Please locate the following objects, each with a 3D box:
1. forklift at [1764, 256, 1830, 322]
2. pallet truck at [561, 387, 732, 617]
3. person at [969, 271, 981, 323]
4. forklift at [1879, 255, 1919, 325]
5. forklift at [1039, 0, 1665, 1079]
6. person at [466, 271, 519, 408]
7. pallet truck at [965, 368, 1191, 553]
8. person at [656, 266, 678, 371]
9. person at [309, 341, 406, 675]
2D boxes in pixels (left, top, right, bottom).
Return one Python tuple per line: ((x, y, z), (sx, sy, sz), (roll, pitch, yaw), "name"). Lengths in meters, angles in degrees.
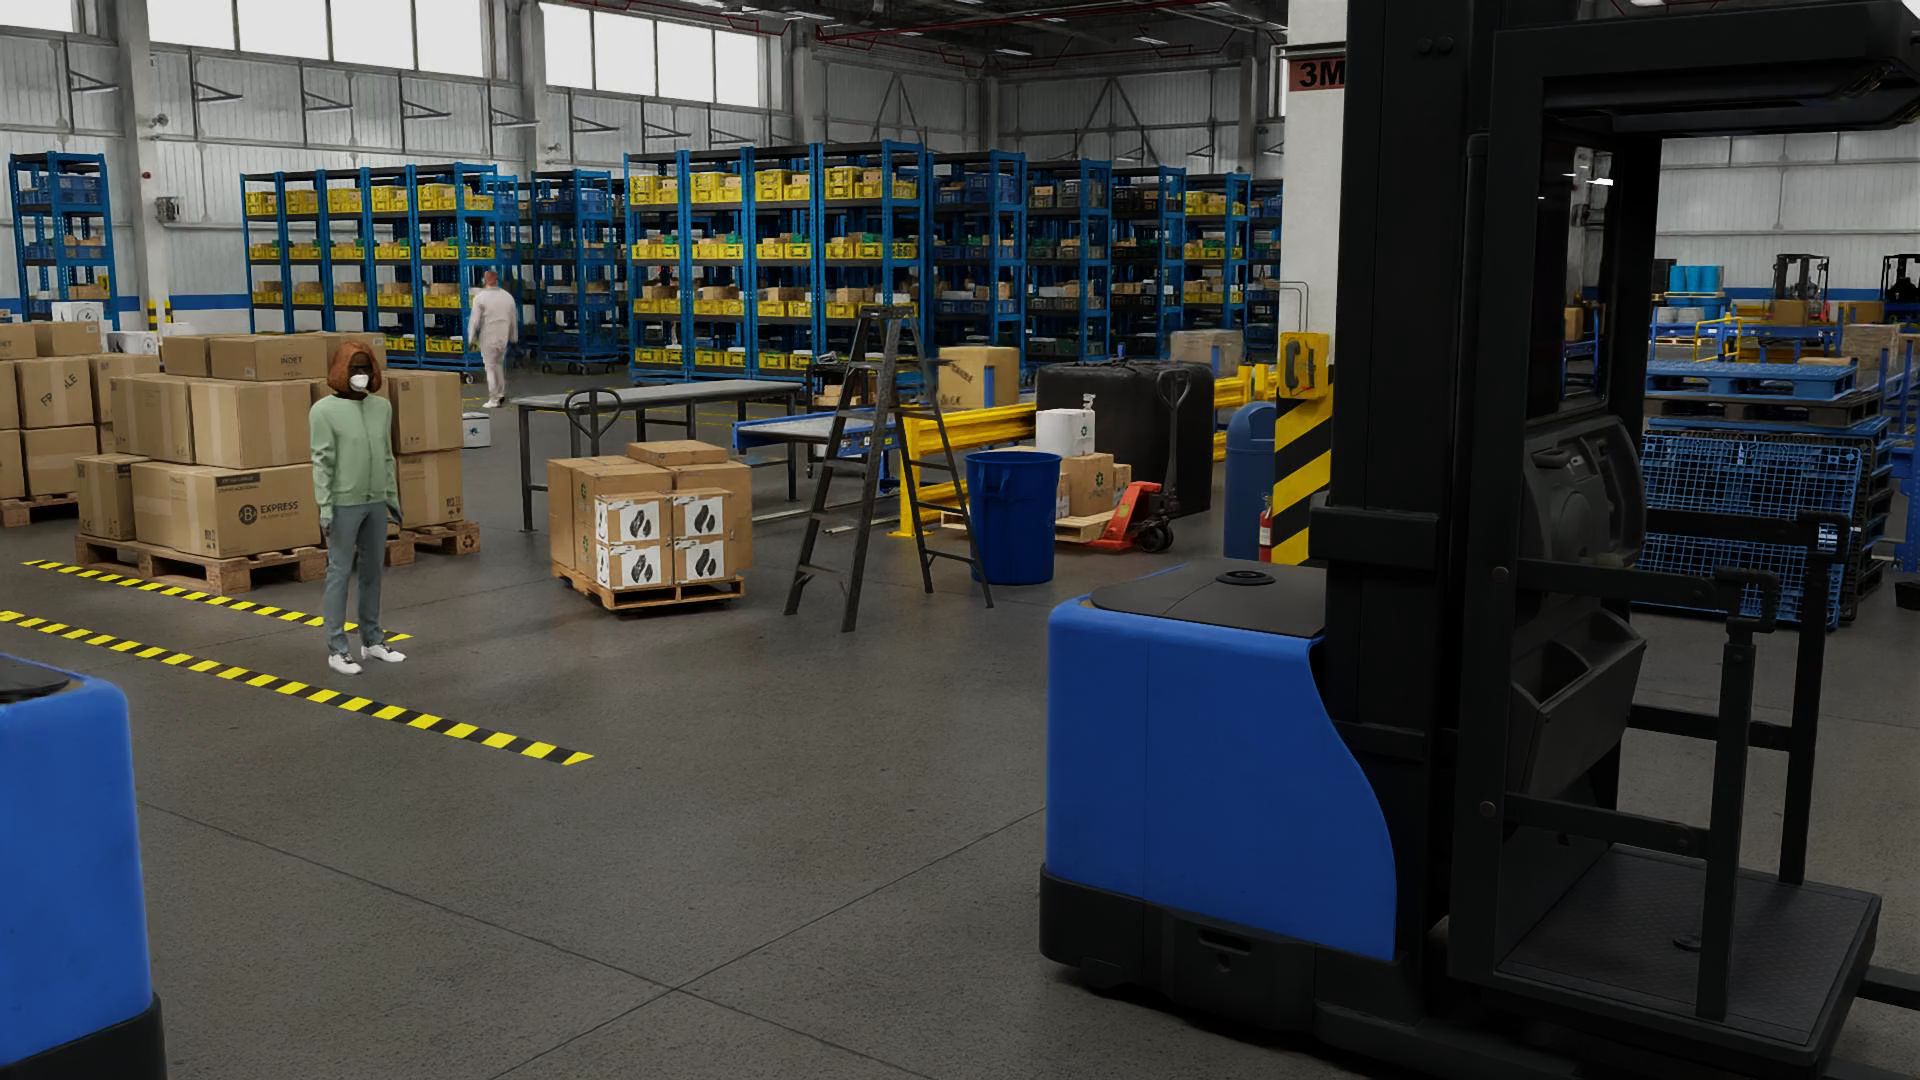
((20.253, -5.854, 40.139), (1.157, 1.987, 2.680), (7, 12, 35), "forklift")
((-1.981, -0.274, 10.088), (0.680, 1.201, 1.601), (-5, 11, -28), "pallet truck")
((0.519, -4.863, 35.696), (0.597, 1.794, 0.938), (7, 12, 36), "person")
((22.089, -5.634, 38.796), (1.157, 1.987, 2.680), (6, 11, 33), "forklift")
((1.249, -0.137, 4.360), (1.873, 2.768, 1.129), (7, 12, 35), "forklift")
((-6.464, -2.763, 22.974), (0.497, 1.875, 0.758), (8, 13, 40), "person")
((0.845, -0.609, 11.869), (1.630, 1.274, 0.653), (7, 12, 35), "pallet truck")
((-5.383, -4.100, 30.592), (0.380, 1.995, 0.611), (-5, 11, -30), "person")
((-2.971, -0.165, 8.233), (0.283, 1.631, 0.503), (5, 11, 27), "person")
